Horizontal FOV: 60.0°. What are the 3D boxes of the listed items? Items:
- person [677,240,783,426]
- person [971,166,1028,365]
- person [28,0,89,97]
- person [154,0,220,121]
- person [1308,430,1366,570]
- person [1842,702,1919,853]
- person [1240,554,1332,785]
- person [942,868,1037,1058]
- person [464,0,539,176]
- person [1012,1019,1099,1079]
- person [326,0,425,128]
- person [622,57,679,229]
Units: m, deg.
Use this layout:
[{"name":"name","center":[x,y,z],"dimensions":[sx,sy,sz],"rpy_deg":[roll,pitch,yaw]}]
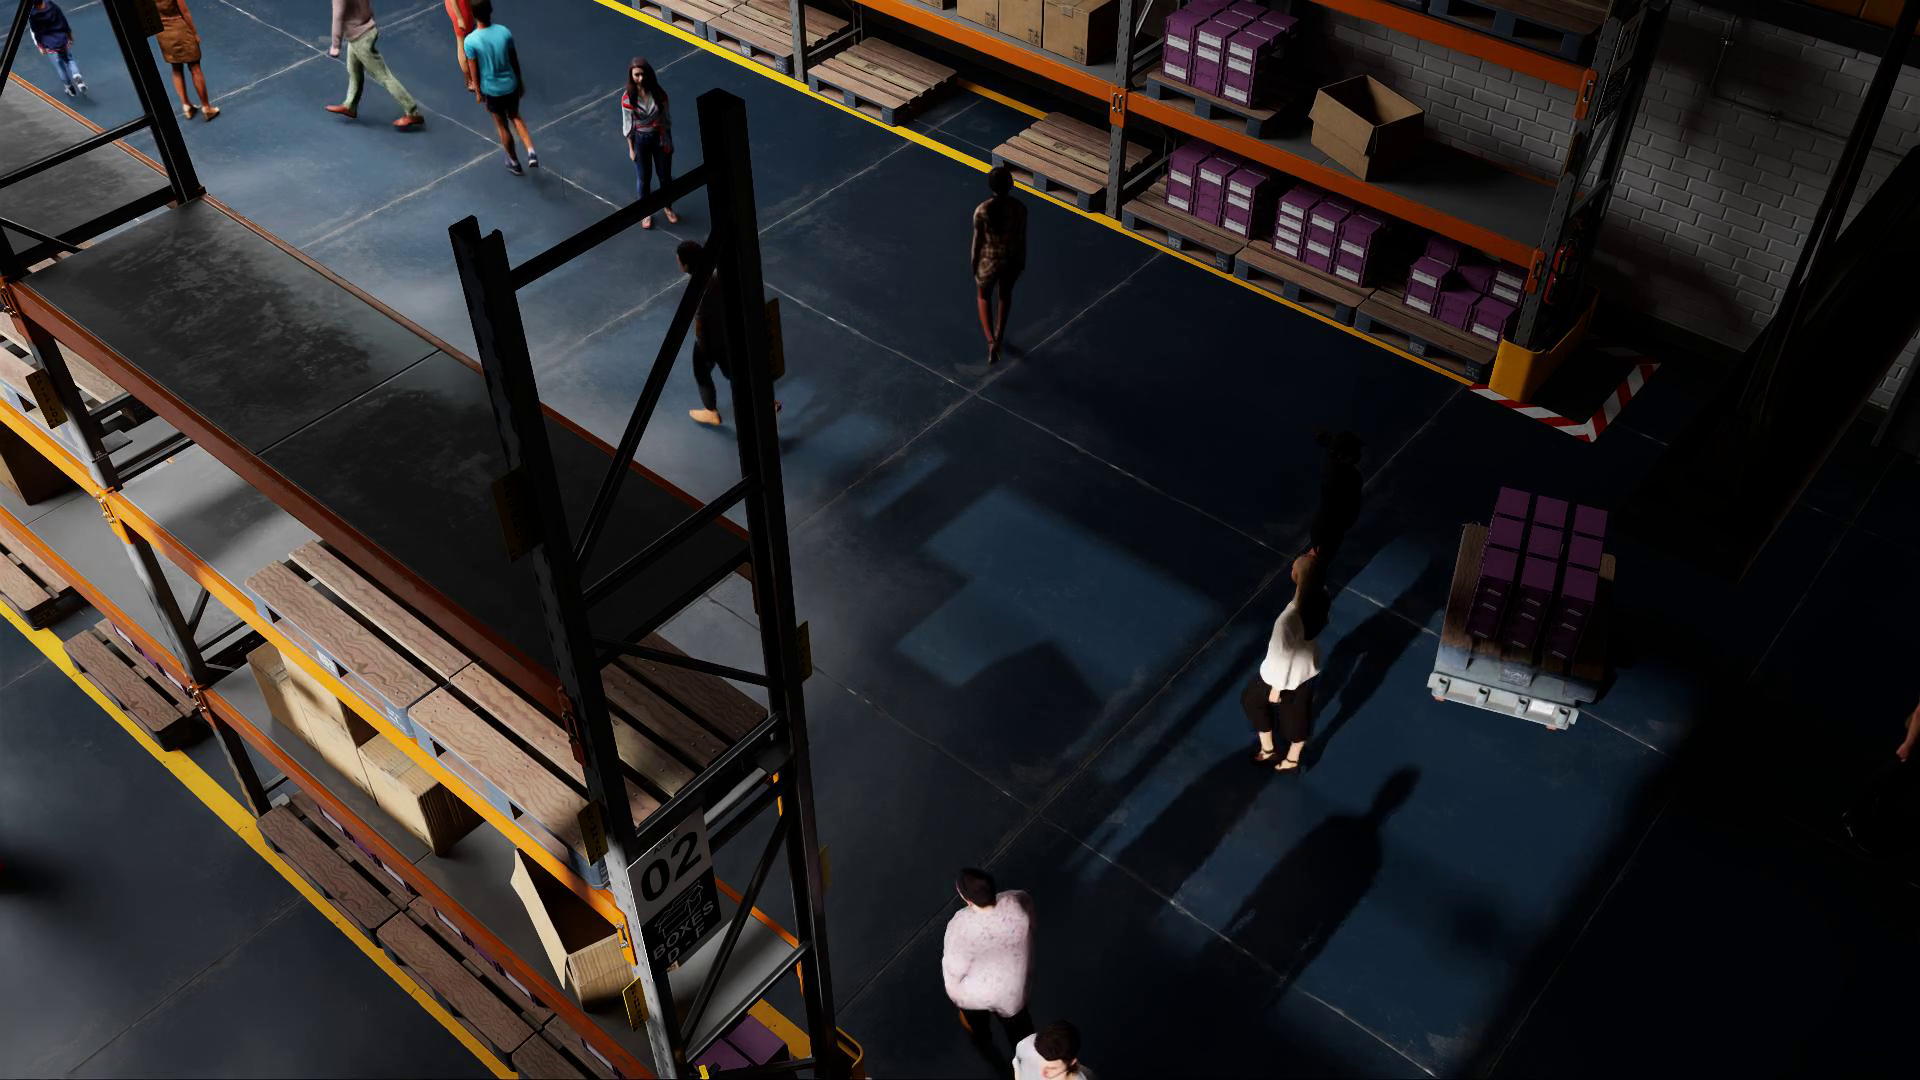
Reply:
[{"name":"person","center":[-1.781,-1.503,12.625],"dimensions":[1.092,1.679,0.823],"rpy_deg":[14,45,14]},{"name":"person","center":[0.313,-2.146,13.227],"dimensions":[0.910,1.779,0.971],"rpy_deg":[-4,44,-4]},{"name":"person","center":[-9.036,-4.994,16.625],"dimensions":[0.552,1.217,0.611],"rpy_deg":[-33,53,-30]},{"name":"person","center":[-7.632,-4.907,16.195],"dimensions":[0.612,1.684,0.705],"rpy_deg":[5,44,5]},{"name":"person","center":[2.475,-0.081,11.161],"dimensions":[0.720,1.640,0.671],"rpy_deg":[13,45,14]},{"name":"person","center":[5.732,1.110,9.758],"dimensions":[0.752,1.851,0.752],"rpy_deg":[-13,45,-13]},{"name":"person","center":[2.070,0.847,10.038],"dimensions":[0.673,1.846,0.646],"rpy_deg":[33,53,30]},{"name":"person","center":[0.189,2.296,8.613],"dimensions":[0.949,1.712,1.132],"rpy_deg":[-18,46,-18]},{"name":"person","center":[-4.204,-4.118,15.310],"dimensions":[0.707,1.762,0.816],"rpy_deg":[-25,49,-24]},{"name":"person","center":[0.522,2.756,8.019],"dimensions":[0.638,1.866,0.800],"rpy_deg":[33,53,30]},{"name":"person","center":[-5.653,-4.779,15.961],"dimensions":[1.335,1.821,1.180],"rpy_deg":[2,44,2]},{"name":"person","center":[-2.758,-3.549,14.821],"dimensions":[0.666,1.612,0.670],"rpy_deg":[-15,46,-15]}]
